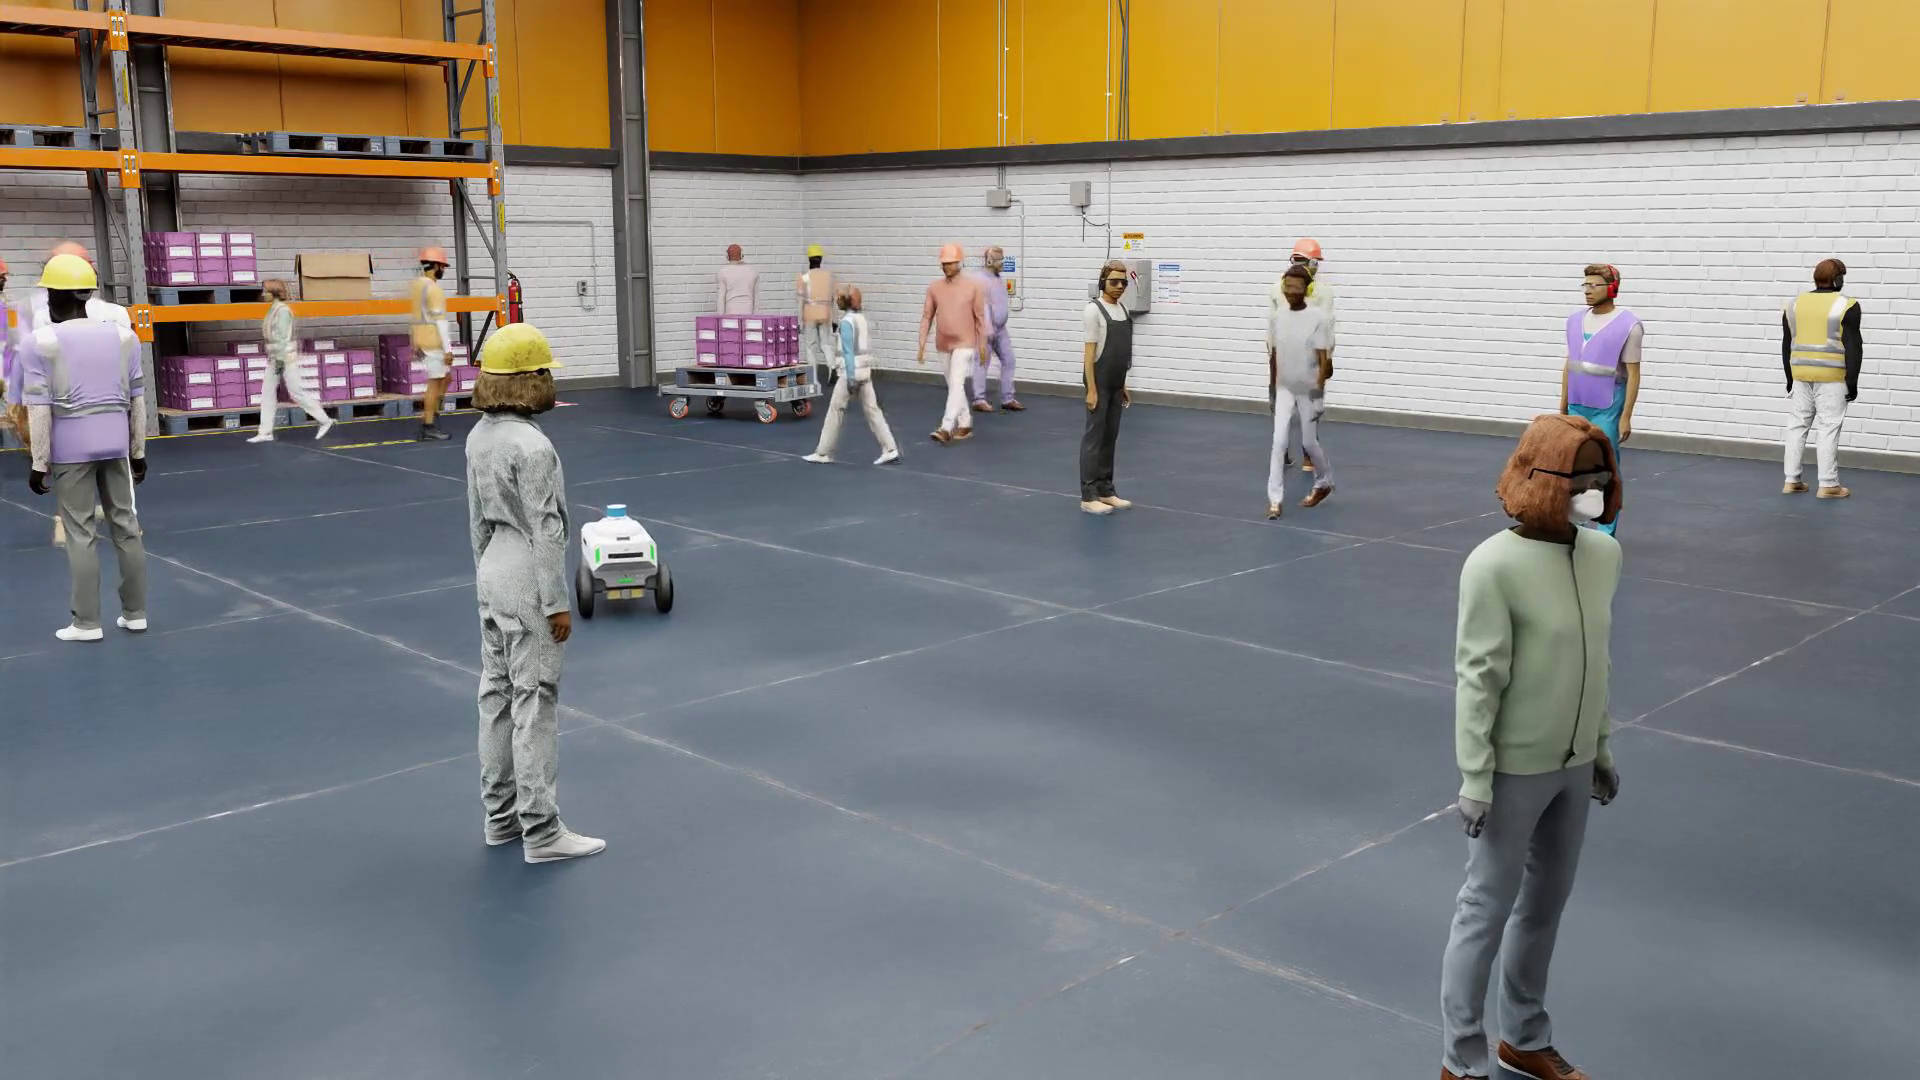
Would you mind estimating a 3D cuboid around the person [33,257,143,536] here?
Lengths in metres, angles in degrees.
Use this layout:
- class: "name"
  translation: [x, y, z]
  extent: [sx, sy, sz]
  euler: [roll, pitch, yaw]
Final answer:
- class: "person"
  translation: [-5.731, -0.914, 10.958]
  extent: [0.575, 1.882, 0.361]
  euler: [-5, 11, -25]

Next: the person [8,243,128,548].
- class: "person"
  translation: [-5.914, -0.978, 11.087]
  extent: [0.655, 1.965, 1.065]
  euler: [0, 10, 0]

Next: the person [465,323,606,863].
- class: "person"
  translation: [-1.407, 0.172, 5.418]
  extent: [0.296, 1.744, 0.484]
  euler: [-9, 14, -42]

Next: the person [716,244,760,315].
- class: "person"
  translation: [-3.020, -3.036, 22.479]
  extent: [0.643, 1.905, 0.400]
  euler: [-7, 13, -34]

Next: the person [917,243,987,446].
- class: "person"
  translation: [-0.097, -1.904, 16.205]
  extent: [0.652, 1.935, 1.037]
  euler: [5, 12, 25]

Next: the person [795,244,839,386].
- class: "person"
  translation: [-1.879, -2.934, 21.901]
  extent: [0.594, 1.909, 0.577]
  euler: [-6, 12, -28]

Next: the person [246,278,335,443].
- class: "person"
  translation: [-6.620, -1.768, 16.369]
  extent: [0.784, 1.610, 0.519]
  euler: [-9, 14, -41]

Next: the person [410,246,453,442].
- class: "person"
  translation: [-5.159, -1.923, 16.369]
  extent: [0.495, 1.911, 0.580]
  euler: [-8, 13, -37]

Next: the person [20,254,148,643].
- class: "person"
  translation: [-4.357, -0.451, 8.305]
  extent: [0.362, 1.928, 0.593]
  euler: [7, 12, 33]

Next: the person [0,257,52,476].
- class: "person"
  translation: [-7.939, -1.419, 13.709]
  extent: [0.565, 1.883, 0.984]
  euler: [7, 12, 33]

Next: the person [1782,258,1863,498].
- class: "person"
  translation: [6.690, -1.251, 12.904]
  extent: [0.429, 1.846, 0.625]
  euler: [-6, 12, -30]

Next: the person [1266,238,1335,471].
- class: "person"
  translation: [2.958, -1.597, 14.381]
  extent: [0.622, 1.990, 0.396]
  euler: [8, 13, 37]

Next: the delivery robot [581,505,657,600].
- class: "delivery robot"
  translation: [-1.863, 0.051, 9.066]
  extent: [0.477, 0.478, 0.707]
  euler: [-3, 11, -18]

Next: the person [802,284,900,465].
- class: "person"
  translation: [-0.939, -1.448, 14.650]
  extent: [0.882, 1.593, 0.529]
  euler: [3, 11, 16]

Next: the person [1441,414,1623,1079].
- class: "person"
  translation: [1.320, 0.523, 3.800]
  extent: [0.509, 1.632, 0.265]
  euler: [-7, 12, -33]

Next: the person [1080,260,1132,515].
- class: "person"
  translation: [1.080, -1.116, 12.170]
  extent: [0.350, 1.843, 0.506]
  euler: [8, 13, 37]

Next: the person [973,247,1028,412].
- class: "person"
  translation: [0.446, -2.381, 18.938]
  extent: [0.719, 1.883, 0.666]
  euler: [6, 12, 30]

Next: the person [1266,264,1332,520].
- class: "person"
  translation: [2.478, -1.090, 12.101]
  extent: [0.508, 1.830, 0.882]
  euler: [7, 12, 33]

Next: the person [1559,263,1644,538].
- class: "person"
  translation: [4.043, -0.819, 10.537]
  extent: [0.393, 1.847, 0.563]
  euler: [-5, 12, -26]
